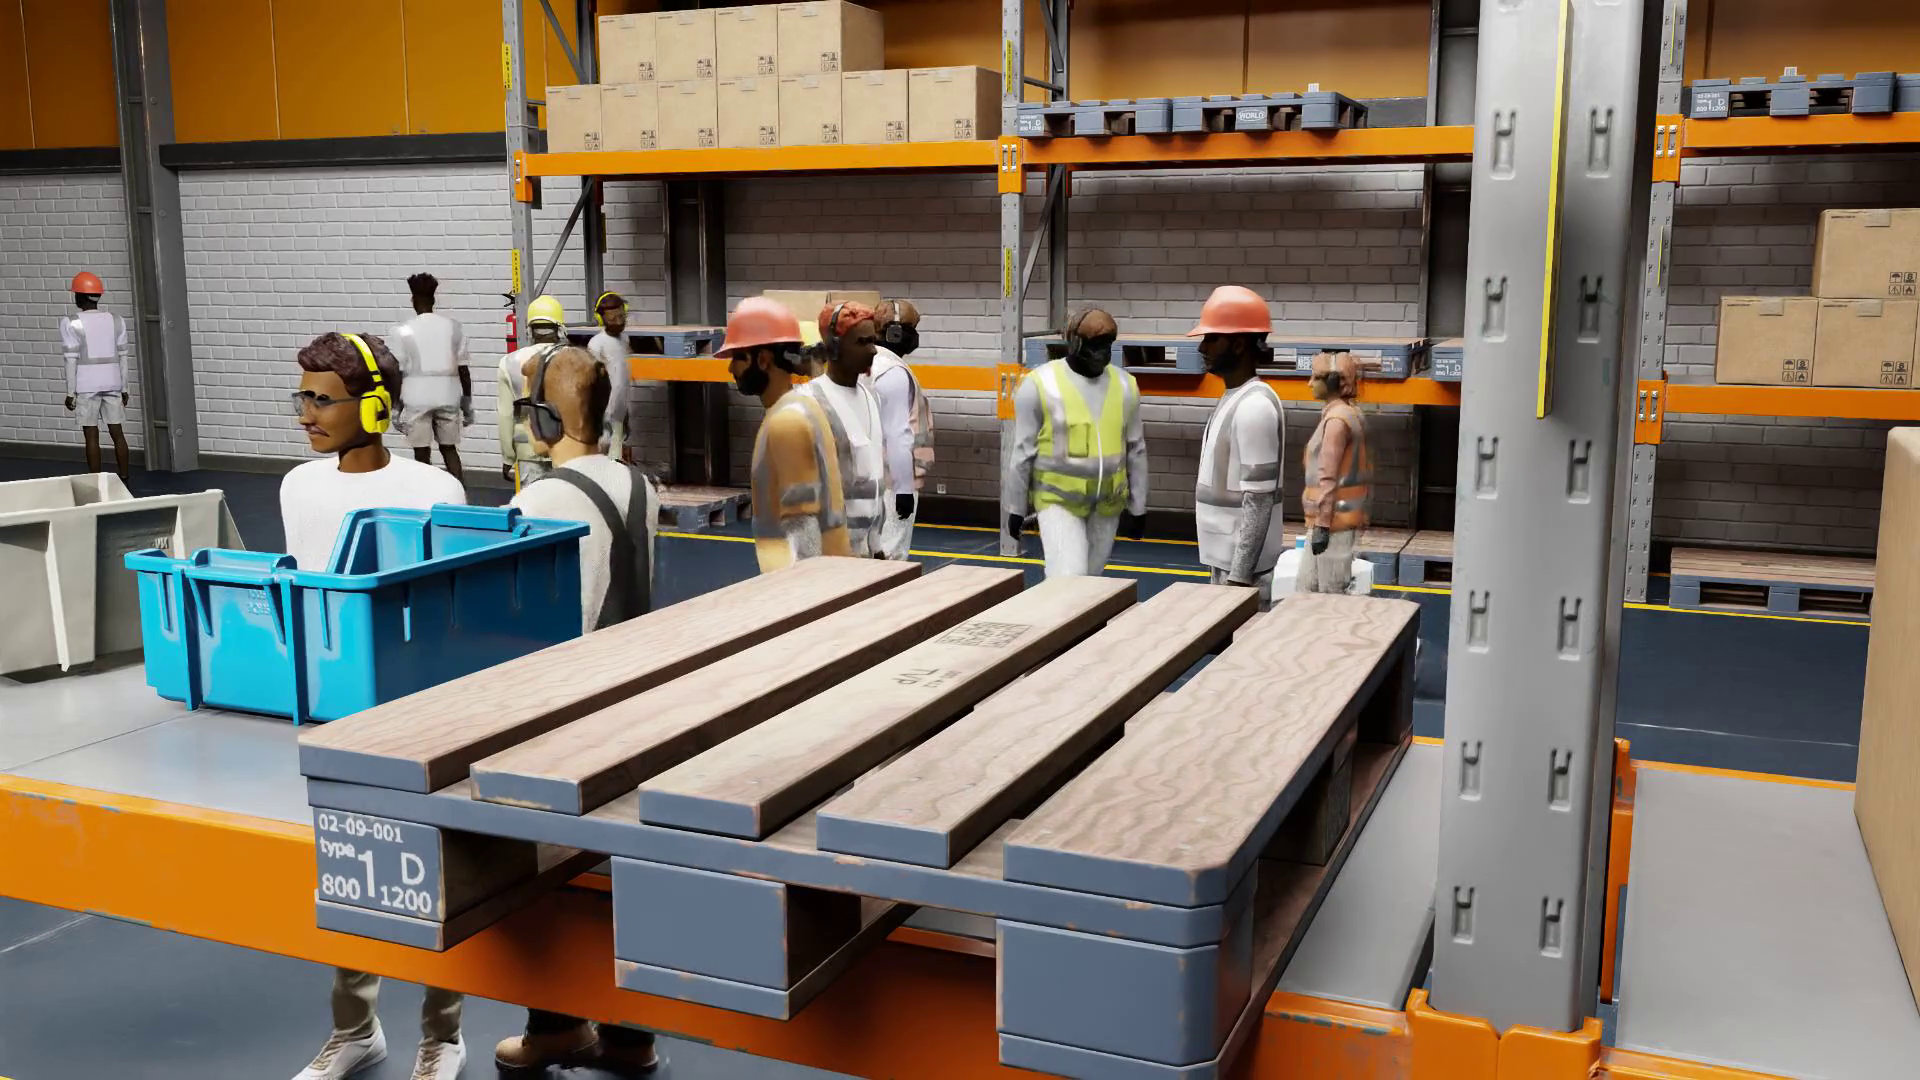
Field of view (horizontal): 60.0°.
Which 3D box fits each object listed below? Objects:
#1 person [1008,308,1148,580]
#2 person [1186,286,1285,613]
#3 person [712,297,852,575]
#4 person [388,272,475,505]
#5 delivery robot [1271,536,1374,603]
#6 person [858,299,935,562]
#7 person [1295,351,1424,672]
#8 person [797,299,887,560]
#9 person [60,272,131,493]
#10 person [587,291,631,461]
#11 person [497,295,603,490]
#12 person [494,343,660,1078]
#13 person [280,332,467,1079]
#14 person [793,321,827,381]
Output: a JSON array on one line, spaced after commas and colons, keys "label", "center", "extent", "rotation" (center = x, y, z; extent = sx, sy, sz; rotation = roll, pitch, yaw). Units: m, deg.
[{"label": "person", "center": [0.600, -0.135, 7.574], "extent": [0.648, 1.805, 0.835], "rotation": [-4, 10, -23]}, {"label": "person", "center": [0.992, 0.049, 6.091], "extent": [0.361, 1.938, 0.546], "rotation": [0, 9, 0]}, {"label": "person", "center": [-0.562, 0.155, 5.542], "extent": [0.509, 1.906, 0.571], "rotation": [0, 9, 1]}, {"label": "person", "center": [-4.025, -1.055, 12.655], "extent": [0.616, 1.946, 0.449], "rotation": [-7, 12, -35]}, {"label": "delivery robot", "center": [1.842, 0.222, 8.887], "extent": [0.707, 0.478, 0.477], "rotation": [-4, 10, -18]}, {"label": "person", "center": [-0.344, -0.295, 8.443], "extent": [0.429, 1.839, 0.634], "rotation": [-3, 10, -18]}, {"label": "person", "center": [1.816, -0.079, 7.810], "extent": [0.667, 1.616, 0.521], "rotation": [2, 10, 10]}, {"label": "person", "center": [-0.456, 0.030, 6.356], "extent": [0.337, 1.883, 0.583], "rotation": [4, 10, 24]}, {"label": "person", "center": [-7.408, -1.318, 14.264], "extent": [0.349, 1.942, 0.545], "rotation": [7, 12, 36]}, {"label": "person", "center": [-2.507, -0.833, 11.725], "extent": [0.539, 1.833, 0.608], "rotation": [2, 10, 11]}, {"label": "person", "center": [-2.414, -0.523, 9.835], "extent": [0.600, 1.827, 0.403], "rotation": [-2, 10, -13]}, {"label": "person", "center": [-0.987, 0.439, 4.067], "extent": [0.513, 1.829, 0.557], "rotation": [4, 10, 25]}, {"label": "person", "center": [-1.389, 0.440, 3.971], "extent": [0.519, 1.865, 0.335], "rotation": [3, 10, 15]}, {"label": "person", "center": [-0.729, -0.300, 8.854], "extent": [0.920, 1.701, 0.530], "rotation": [1, 10, 7]}]
